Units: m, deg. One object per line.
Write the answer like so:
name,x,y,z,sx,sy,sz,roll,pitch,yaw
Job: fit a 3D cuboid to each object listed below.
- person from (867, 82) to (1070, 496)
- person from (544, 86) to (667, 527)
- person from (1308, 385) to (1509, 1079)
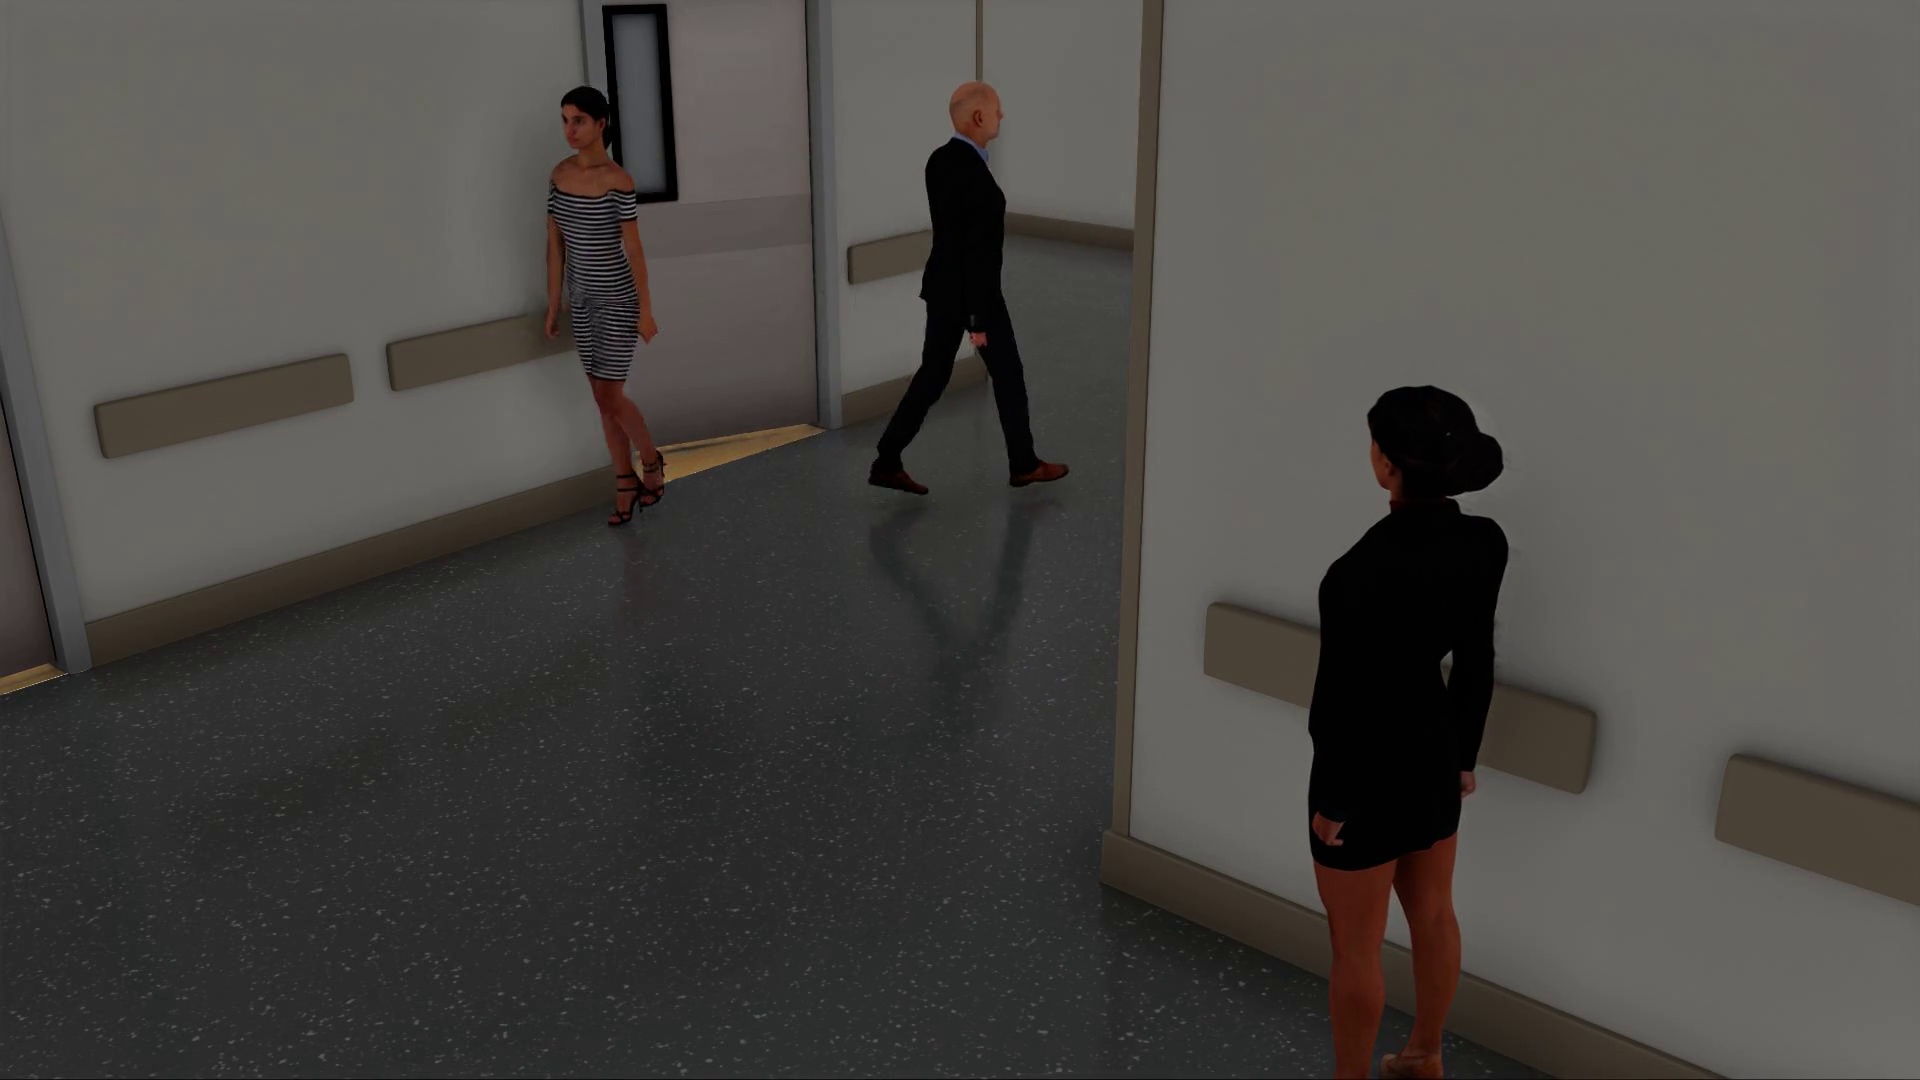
person,-0.056,-1.009,7.076,1.254,1.768,0.935,-12,24,-28
person,-1.388,-0.949,6.860,0.614,1.810,0.633,15,25,34
person,0.859,0.486,3.310,0.634,1.640,0.715,-12,24,-29
